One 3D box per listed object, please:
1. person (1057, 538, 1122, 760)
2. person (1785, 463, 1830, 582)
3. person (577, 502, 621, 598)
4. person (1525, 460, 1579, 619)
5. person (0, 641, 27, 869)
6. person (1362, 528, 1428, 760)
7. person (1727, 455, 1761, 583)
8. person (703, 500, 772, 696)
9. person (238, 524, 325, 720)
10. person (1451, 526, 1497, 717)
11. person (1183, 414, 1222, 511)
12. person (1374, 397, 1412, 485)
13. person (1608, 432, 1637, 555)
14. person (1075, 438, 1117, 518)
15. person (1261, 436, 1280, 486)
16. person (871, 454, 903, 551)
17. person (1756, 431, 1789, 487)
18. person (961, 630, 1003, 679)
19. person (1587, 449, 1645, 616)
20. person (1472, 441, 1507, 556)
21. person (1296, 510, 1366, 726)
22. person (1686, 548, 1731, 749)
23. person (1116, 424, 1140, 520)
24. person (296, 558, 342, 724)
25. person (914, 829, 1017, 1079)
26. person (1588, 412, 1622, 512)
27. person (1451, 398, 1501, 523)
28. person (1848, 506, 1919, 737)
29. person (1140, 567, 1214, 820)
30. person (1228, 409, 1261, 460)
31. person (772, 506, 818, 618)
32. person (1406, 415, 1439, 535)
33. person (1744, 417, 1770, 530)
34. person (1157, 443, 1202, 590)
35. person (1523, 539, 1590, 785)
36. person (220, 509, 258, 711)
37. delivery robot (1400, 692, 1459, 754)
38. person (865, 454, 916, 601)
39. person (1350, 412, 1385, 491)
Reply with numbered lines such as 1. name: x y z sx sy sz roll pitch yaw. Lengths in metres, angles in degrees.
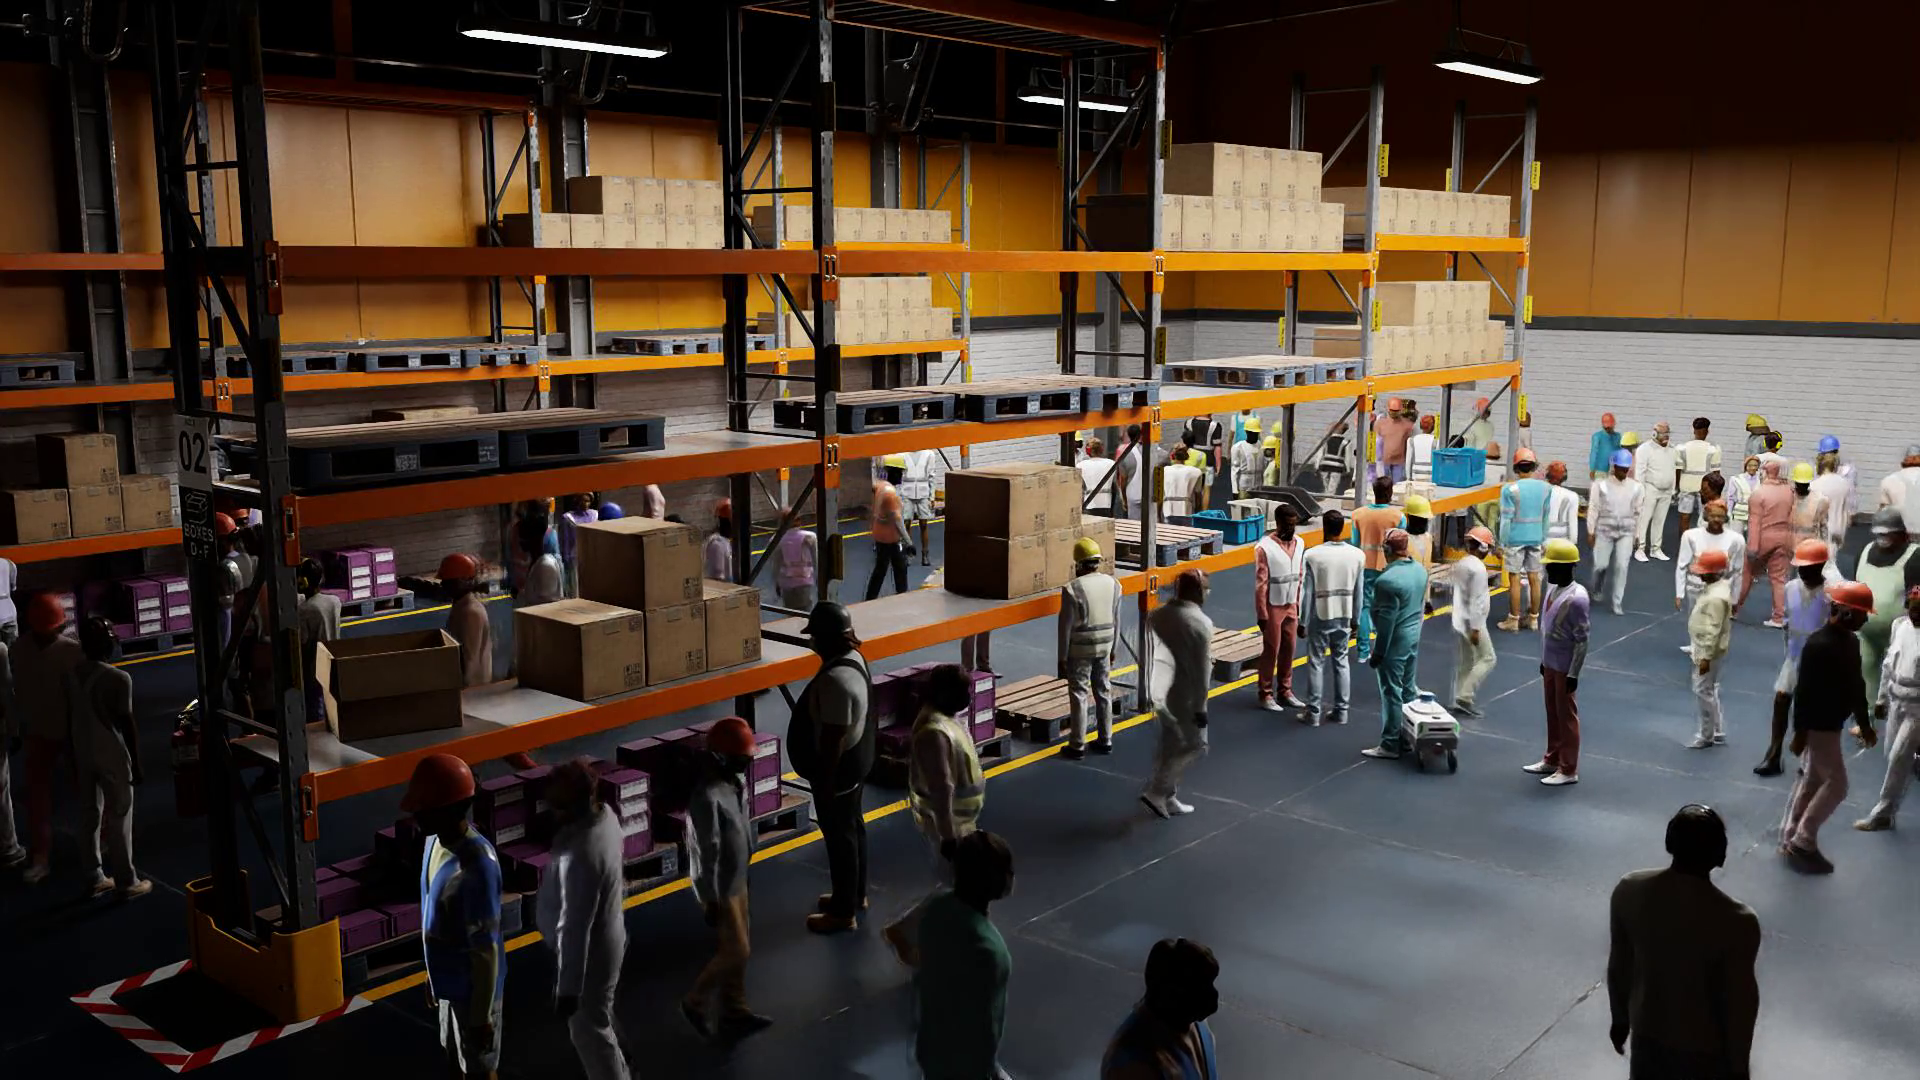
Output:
1. person: 1.045 0.889 13.638 0.596 1.824 0.403 -6 11 -32
2. person: 9.366 0.043 18.602 0.620 1.860 1.007 4 10 24
3. person: -3.145 0.595 15.056 0.621 1.927 0.542 1 10 6
4. person: 6.576 0.042 18.556 0.595 1.866 0.497 6 11 34
5. person: -6.569 1.285 11.076 0.573 1.887 0.356 -3 10 -17
6. person: 3.551 0.846 13.655 0.405 1.903 0.636 8 12 40
7. person: 9.982 -0.266 21.079 0.523 1.636 0.311 2 10 11
8. person: -2.119 0.564 15.357 0.857 1.886 0.598 1 10 5
9. person: -5.943 0.736 14.547 0.897 1.817 0.587 3 10 15
10. person: 4.589 0.738 14.849 0.380 1.708 0.611 0 10 -1
11. person: 3.711 -1.190 25.436 0.610 2.032 0.409 5 11 27
12. person: 6.688 -1.226 25.749 0.612 1.991 0.392 -1 10 -3
13. person: 9.250 -0.644 23.102 0.536 1.714 0.895 7 12 37
14. person: 1.738 -0.391 21.272 0.561 1.828 0.419 -2 10 -12
15. person: 4.156 -0.510 22.185 0.332 1.760 0.526 3 10 17
16. person: -0.965 -0.793 23.355 0.591 1.926 0.386 3 10 15
17. person: 10.581 -0.494 21.745 0.328 1.872 0.508 -8 13 -41
18. person: 0.191 0.461 16.116 0.373 1.843 0.571 8 12 39
19. person: 7.560 -0.098 19.199 0.622 1.927 0.493 2 10 11
20. person: 7.268 -0.549 22.811 0.523 1.617 0.460 -1 10 -4
21. person: 3.263 0.687 14.596 0.598 1.905 0.390 -3 10 -15
22. person: 6.248 0.898 13.903 0.333 1.720 0.671 3 10 19
23. person: 2.595 -0.875 24.593 0.549 1.682 0.542 3 10 20
24. person: -4.852 1.050 12.571 0.334 1.860 0.510 3 10 18
25. person: 0.045 2.046 6.454 0.428 1.922 0.624 -4 10 -22
26. person: 10.131 -1.144 26.026 0.685 1.740 0.378 -5 11 -28
27. person: 8.154 -1.281 26.223 0.628 1.954 1.021 -5 11 -27
28. person: 7.993 0.675 14.254 0.773 2.000 0.712 -5 11 -28
29. person: 1.560 1.129 12.022 0.521 1.880 0.690 -4 10 -24
30. person: 4.832 -1.547 28.209 0.520 1.816 0.889 4 10 20
31. person: -1.667 0.470 16.773 0.528 1.614 0.651 3 10 15
32. person: 6.690 -0.861 23.896 0.573 1.883 0.355 7 12 36
33. person: 12.070 -1.002 25.191 0.487 1.737 0.325 -9 13 -42
34. person: 2.697 -0.277 20.545 0.561 1.837 0.388 2 10 11
35. person: 4.665 0.948 12.964 0.377 1.925 0.594 0 10 -3
36. person: -6.540 0.585 15.130 0.382 1.928 0.546 -5 11 -26
37. delivery robot: 3.799 1.483 13.560 0.477 0.478 0.707 0 9 -2
38. person: -0.776 -0.021 18.839 0.773 1.890 0.642 -1 10 -3
39. person: 5.790 -0.860 23.584 0.597 1.998 0.827 -2 10 -13
